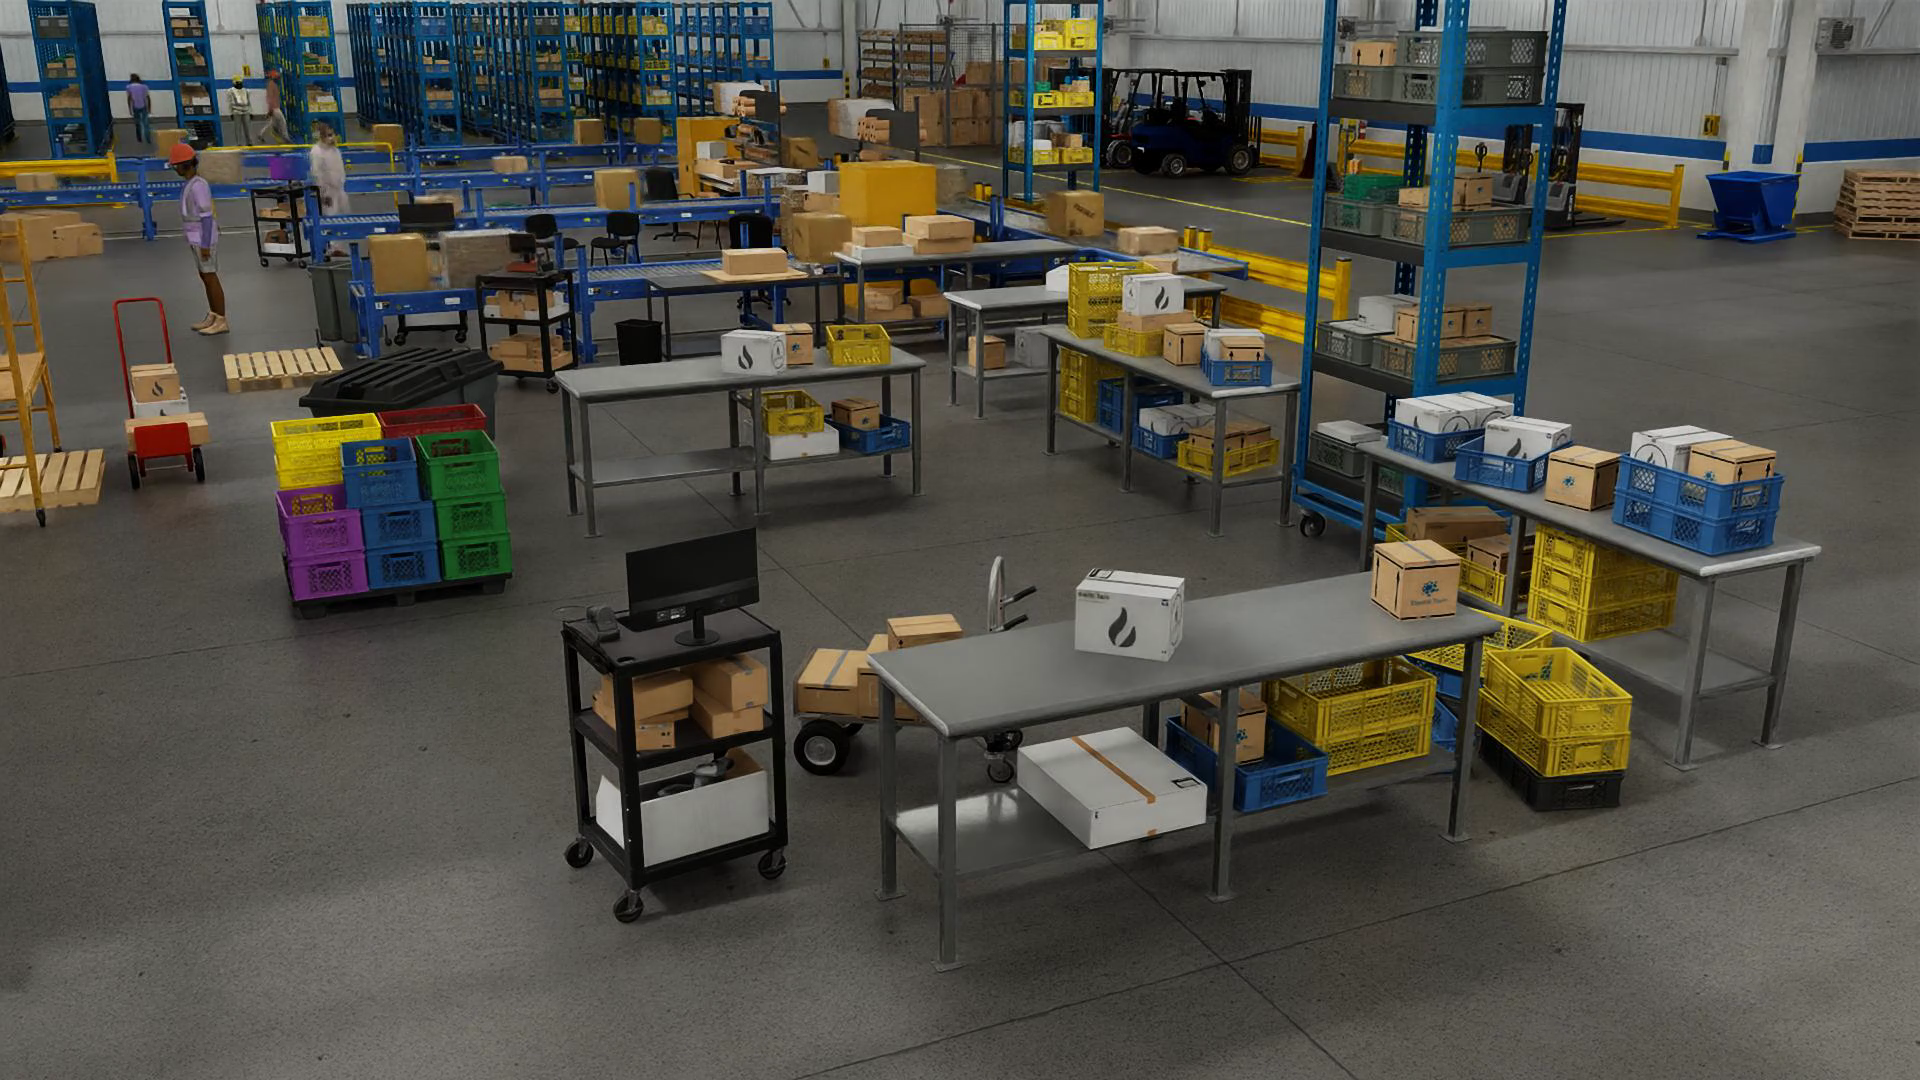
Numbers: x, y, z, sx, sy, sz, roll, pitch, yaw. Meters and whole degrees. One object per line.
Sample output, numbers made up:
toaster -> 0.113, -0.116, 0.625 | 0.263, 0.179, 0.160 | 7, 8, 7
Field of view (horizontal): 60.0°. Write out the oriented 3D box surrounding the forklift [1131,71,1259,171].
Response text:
forklift -> 4.998, -8.936, 35.413 | 2.680, 1.987, 1.157 | -9, 20, -25

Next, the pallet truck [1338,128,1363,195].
pallet truck -> 7.845, -7.140, 31.411 | 1.522, 1.261, 0.704 | -9, 20, -25

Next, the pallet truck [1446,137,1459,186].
pallet truck -> 9.184, -6.485, 29.328 | 1.630, 1.274, 0.653 | -8, 19, -23

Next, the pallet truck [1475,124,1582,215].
pallet truck -> 9.707, -6.455, 28.103 | 1.885, 1.965, 0.823 | -7, 19, -20

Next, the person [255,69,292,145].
person -> -18.019, -11.330, 43.557 | 0.999, 1.954, 0.612 | -7, 19, -20

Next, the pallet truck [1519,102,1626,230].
pallet truck -> 9.972, -6.037, 26.785 | 1.885, 1.965, 0.823 | -9, 20, -25

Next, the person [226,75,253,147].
person -> -18.307, -10.894, 42.352 | 0.404, 1.832, 0.600 | 16, 24, 41

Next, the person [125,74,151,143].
person -> -21.921, -11.527, 44.422 | 0.570, 1.791, 1.018 | -10, 20, -29

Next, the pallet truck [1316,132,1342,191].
pallet truck -> 7.723, -7.504, 32.656 | 1.601, 1.201, 0.680 | -8, 19, -23

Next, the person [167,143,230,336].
person -> -8.167, -3.212, 17.828 | 0.404, 2.033, 0.608 | -11, 21, -31

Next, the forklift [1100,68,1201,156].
forklift -> 4.082, -9.564, 37.410 | 2.680, 1.987, 1.157 | -8, 19, -23

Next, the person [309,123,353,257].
person -> -8.885, -4.926, 23.489 | 0.463, 1.879, 0.657 | 3, 18, 10
